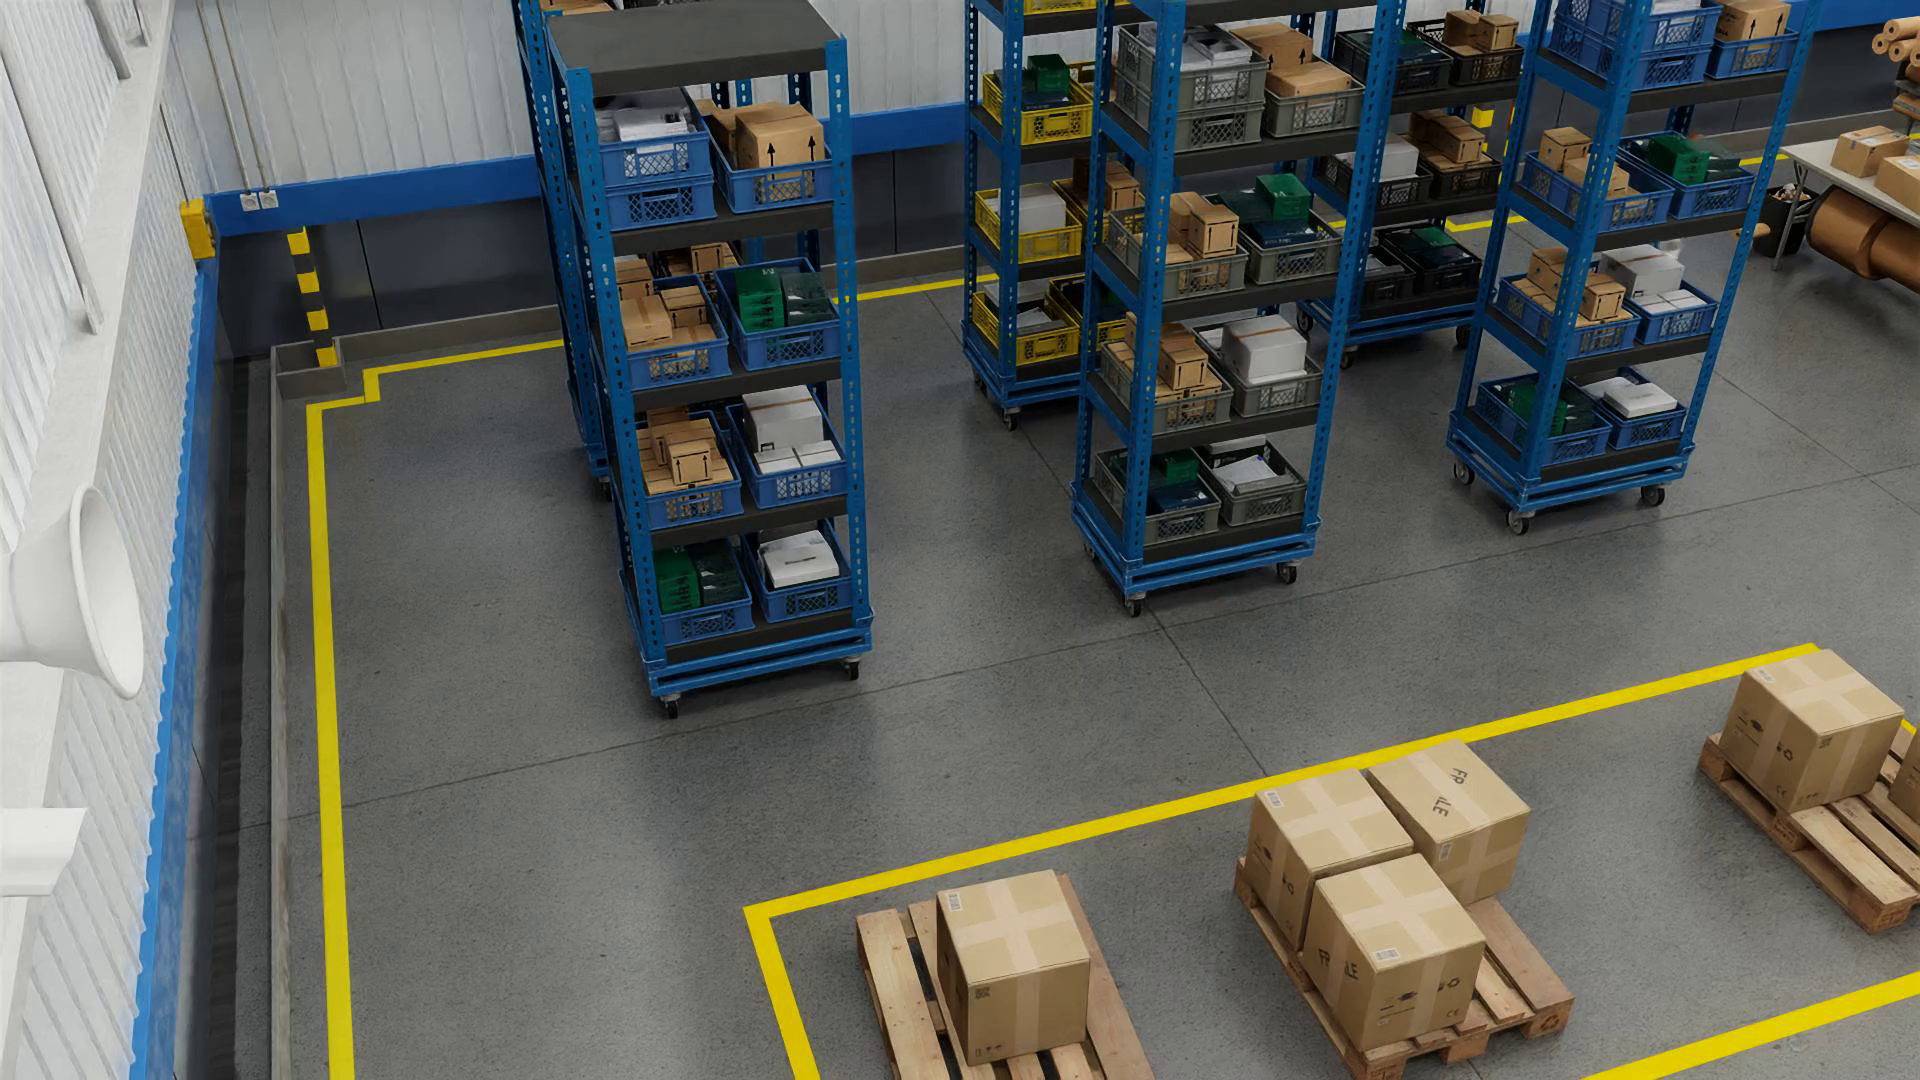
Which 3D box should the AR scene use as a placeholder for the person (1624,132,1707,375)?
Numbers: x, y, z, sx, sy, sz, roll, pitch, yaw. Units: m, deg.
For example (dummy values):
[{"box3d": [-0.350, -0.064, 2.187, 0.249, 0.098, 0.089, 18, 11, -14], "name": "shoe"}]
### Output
[{"box3d": [4.650, -1.819, 11.268, 0.349, 1.855, 0.711, 21, 40, 27], "name": "person"}]
